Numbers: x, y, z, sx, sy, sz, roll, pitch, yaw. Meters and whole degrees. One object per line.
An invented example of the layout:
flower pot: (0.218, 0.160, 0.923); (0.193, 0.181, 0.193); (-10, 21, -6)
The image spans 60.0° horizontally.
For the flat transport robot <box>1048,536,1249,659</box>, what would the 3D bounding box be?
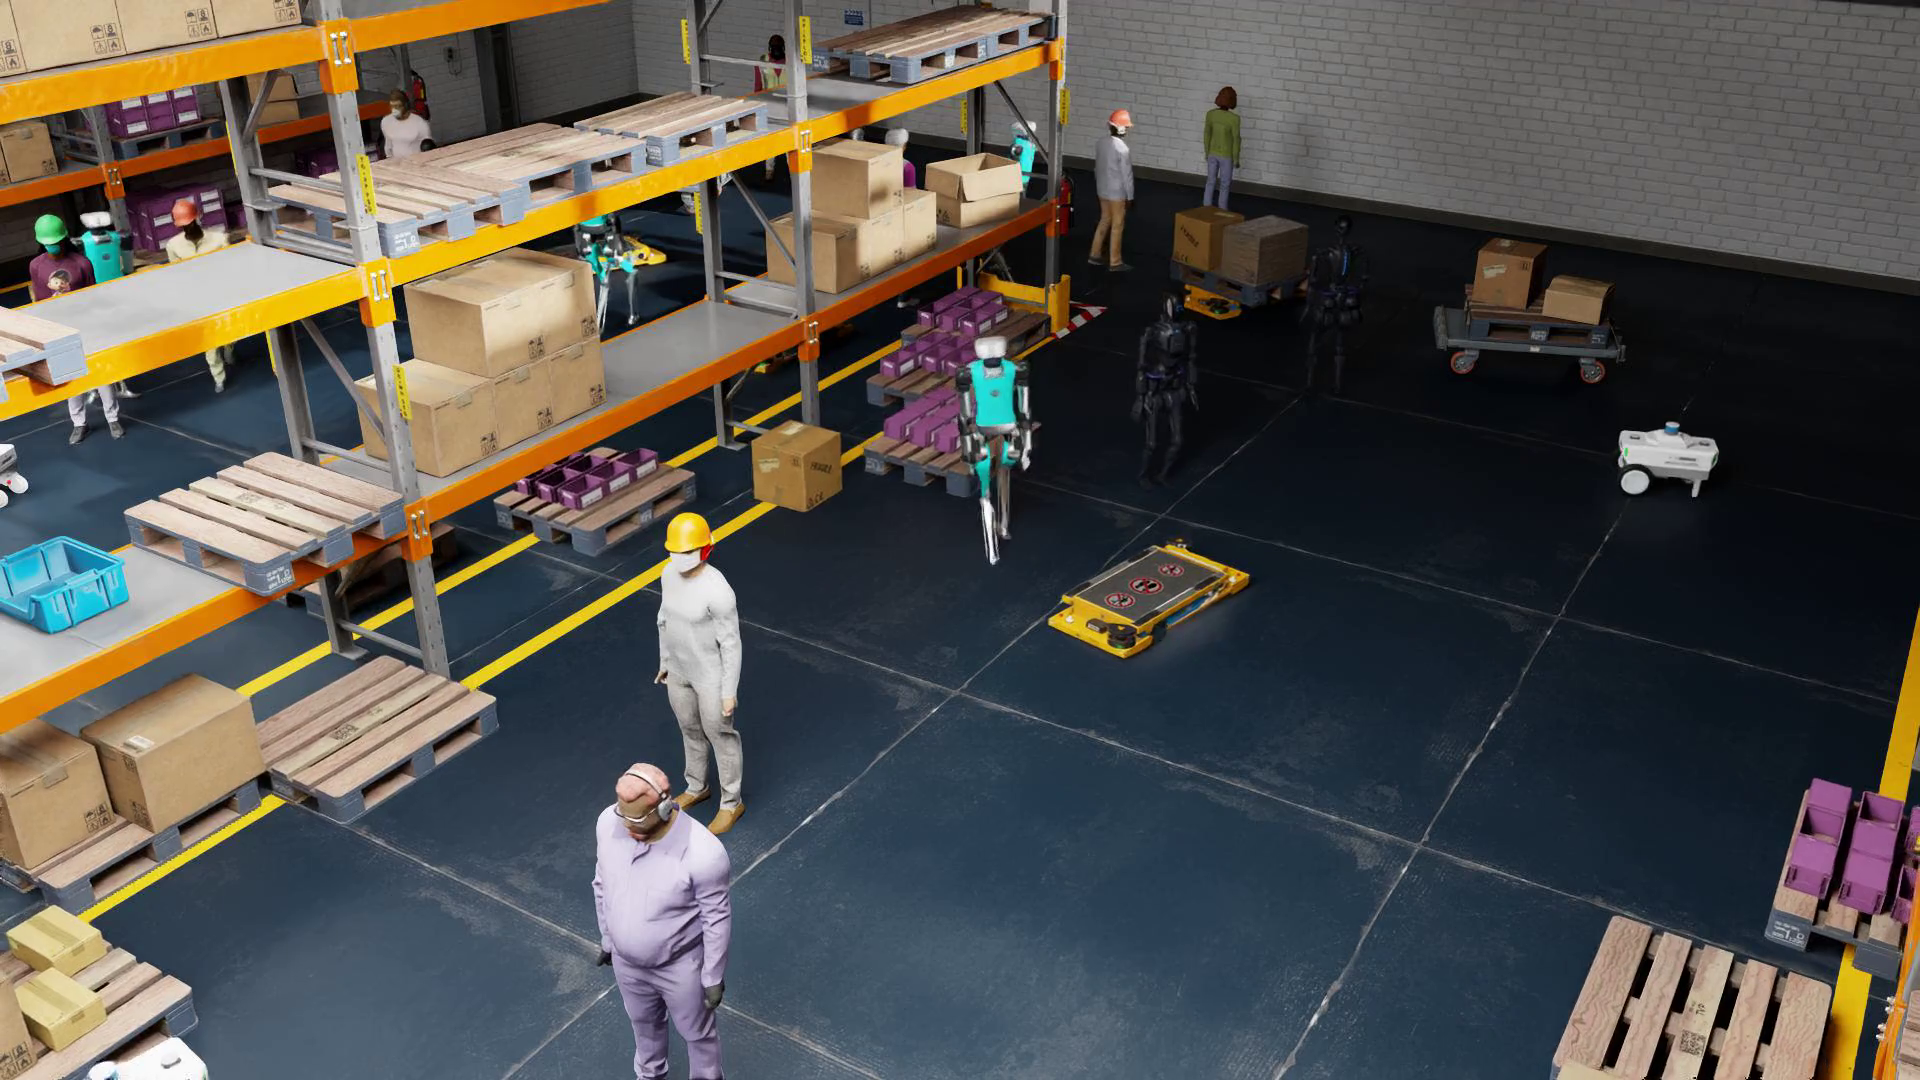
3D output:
flat transport robot: (1.318, 0.378, 11.453); (0.659, 0.231, 1.431); (23, 35, 38)

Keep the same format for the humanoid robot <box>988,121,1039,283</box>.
humanoid robot: (0.401, -3.560, 17.628); (0.836, 1.795, 0.539); (12, 29, 22)

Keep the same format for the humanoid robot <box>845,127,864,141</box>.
humanoid robot: (-1.075, -3.552, 17.652); (0.585, 1.649, 0.404); (21, 33, 35)

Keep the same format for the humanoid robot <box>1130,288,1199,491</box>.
humanoid robot: (1.574, -1.170, 12.948); (0.585, 1.647, 0.371); (-14, 30, -25)

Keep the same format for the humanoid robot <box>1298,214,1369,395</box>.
humanoid robot: (3.320, -2.071, 14.719); (0.588, 1.655, 0.331); (-4, 27, -7)

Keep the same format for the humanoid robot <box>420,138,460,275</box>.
humanoid robot: (-5.408, -3.308, 17.170); (0.614, 1.647, 0.329); (-7, 28, -13)

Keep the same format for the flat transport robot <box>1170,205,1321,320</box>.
flat transport robot: (2.978, -2.582, 17.286); (1.431, 0.231, 0.659); (-19, 32, -32)

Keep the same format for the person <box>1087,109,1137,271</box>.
person: (1.664, -3.768, 17.992); (0.414, 1.743, 0.627); (-14, 30, -25)

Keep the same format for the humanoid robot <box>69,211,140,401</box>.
humanoid robot: (-7.571, -2.055, 14.633); (0.610, 1.781, 0.847); (-24, 35, -38)

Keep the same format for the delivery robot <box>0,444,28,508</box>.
delivery robot: (-7.761, -0.560, 12.979); (0.782, 0.589, 0.499); (2, 27, 4)

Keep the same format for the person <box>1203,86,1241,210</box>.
person: (3.078, -4.501, 19.556); (0.275, 1.632, 0.501); (-23, 35, -38)

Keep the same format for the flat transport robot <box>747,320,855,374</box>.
flat transport robot: (-1.694, -1.956, 16.053); (0.659, 0.231, 1.431); (16, 31, 28)

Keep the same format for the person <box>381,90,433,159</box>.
person: (-6.032, -3.938, 18.166); (0.642, 1.894, 0.987); (6, 28, 12)

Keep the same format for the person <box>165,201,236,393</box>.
person: (-6.795, -2.256, 15.037); (0.548, 1.718, 0.727); (-11, 29, -21)

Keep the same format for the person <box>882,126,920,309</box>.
person: (-0.652, -3.289, 16.950); (0.506, 1.839, 0.345); (20, 33, 34)

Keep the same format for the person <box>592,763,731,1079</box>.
person: (-1.258, 1.742, 6.965); (0.638, 1.902, 0.410); (12, 29, 22)

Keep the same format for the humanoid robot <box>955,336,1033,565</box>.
humanoid robot: (0.253, -0.718, 12.021); (0.565, 1.786, 0.915); (1, 27, 2)

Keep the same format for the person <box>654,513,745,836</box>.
person: (-1.413, 0.710, 9.001); (0.577, 1.898, 0.348); (19, 32, 32)

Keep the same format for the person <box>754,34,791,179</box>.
person: (-2.325, -5.579, 21.455); (0.633, 1.839, 0.429); (-3, 27, -5)

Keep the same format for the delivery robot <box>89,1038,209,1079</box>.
delivery robot: (-3.542, 2.456, 7.040); (0.499, 0.592, 0.774); (22, 34, 36)

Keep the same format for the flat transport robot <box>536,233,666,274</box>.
flat transport robot: (-4.029, -3.092, 18.291); (1.431, 0.231, 0.659); (-19, 33, -33)

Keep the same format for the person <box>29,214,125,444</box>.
person: (-7.360, -1.767, 13.829); (0.488, 1.946, 0.429); (-9, 28, -17)

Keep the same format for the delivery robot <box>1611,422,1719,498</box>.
delivery robot: (5.553, -0.643, 13.151); (0.767, 0.595, 0.510); (7, 28, 13)

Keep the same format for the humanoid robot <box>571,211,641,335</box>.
humanoid robot: (-3.441, -2.918, 16.341); (0.551, 1.789, 0.873); (8, 28, 16)
